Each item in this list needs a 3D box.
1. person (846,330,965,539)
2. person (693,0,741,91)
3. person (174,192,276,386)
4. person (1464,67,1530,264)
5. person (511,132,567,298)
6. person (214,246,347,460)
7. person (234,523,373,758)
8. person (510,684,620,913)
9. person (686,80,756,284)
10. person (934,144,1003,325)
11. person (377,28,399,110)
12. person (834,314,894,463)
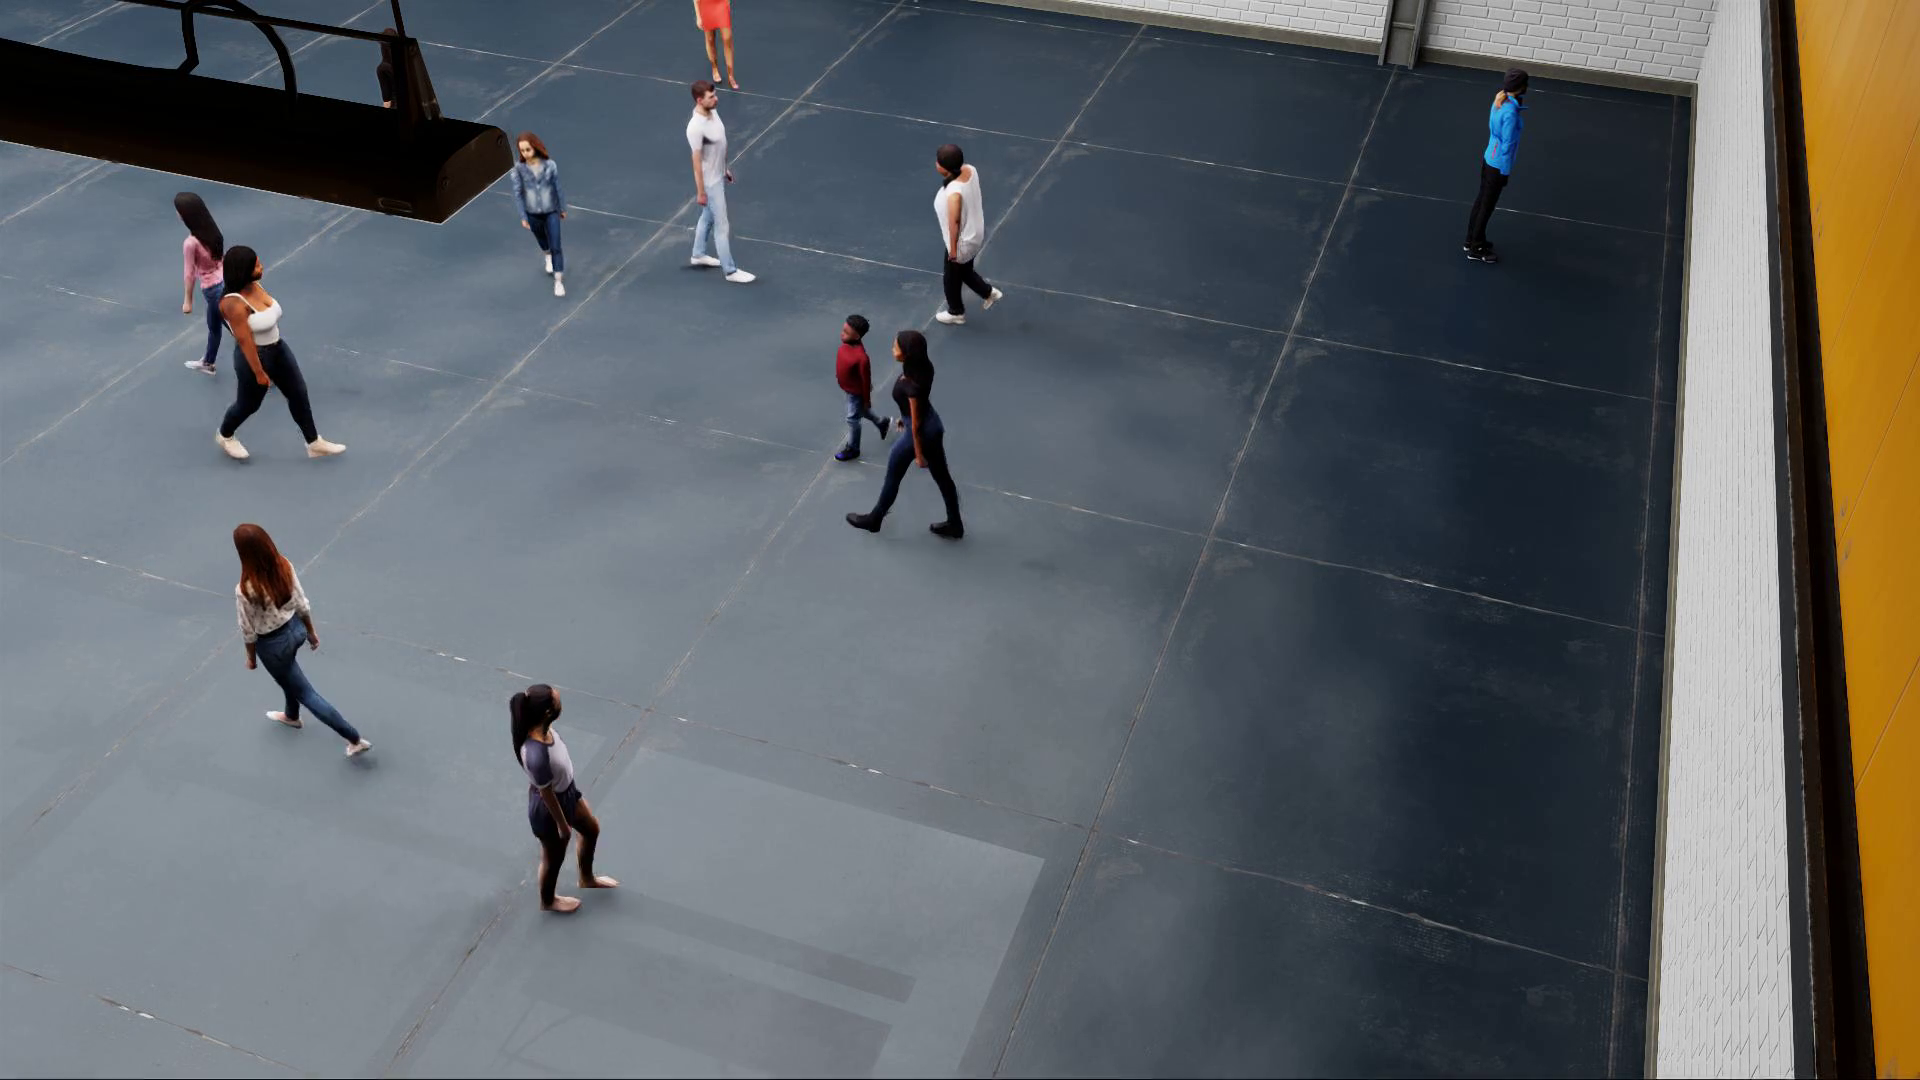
[{"bbox_3d":[-0.183,-0.696,11.644,1.085,1.700,0.643,10,40,12],"label":"person"},{"bbox_3d":[-2.702,-5.783,18.015,0.877,1.697,0.911,-12,40,-14],"label":"person"},{"bbox_3d":[-5.795,-1.941,13.193,1.100,1.712,0.764,2,39,3],"label":"person"},{"bbox_3d":[4.809,-3.368,14.912,0.611,1.797,0.667,3,39,4],"label":"person"},{"bbox_3d":[-3.698,-2.921,14.640,1.052,1.437,1.000,-10,40,-12],"label":"person"},{"bbox_3d":[-5.311,-1.327,12.387,1.263,1.758,0.828,6,39,7],"label":"person"},{"bbox_3d":[-3.992,0.647,9.966,1.113,1.695,0.597,14,41,17],"label":"person"},{"bbox_3d":[-2.304,1.438,9.027,0.831,1.631,0.785,-5,39,-6],"label":"person"},{"bbox_3d":[-2.234,-3.181,14.636,0.951,1.848,0.793,4,39,5],"label":"person"},{"bbox_3d":[0.059,-2.548,13.988,0.758,1.668,0.674,14,41,17],"label":"person"},{"bbox_3d":[-5.302,-4.102,15.955,0.644,1.642,0.676,-22,44,-25],"label":"person"},{"bbox_3d":[-0.734,-1.180,12.616,0.826,1.242,0.757,-15,41,-18],"label":"person"}]
